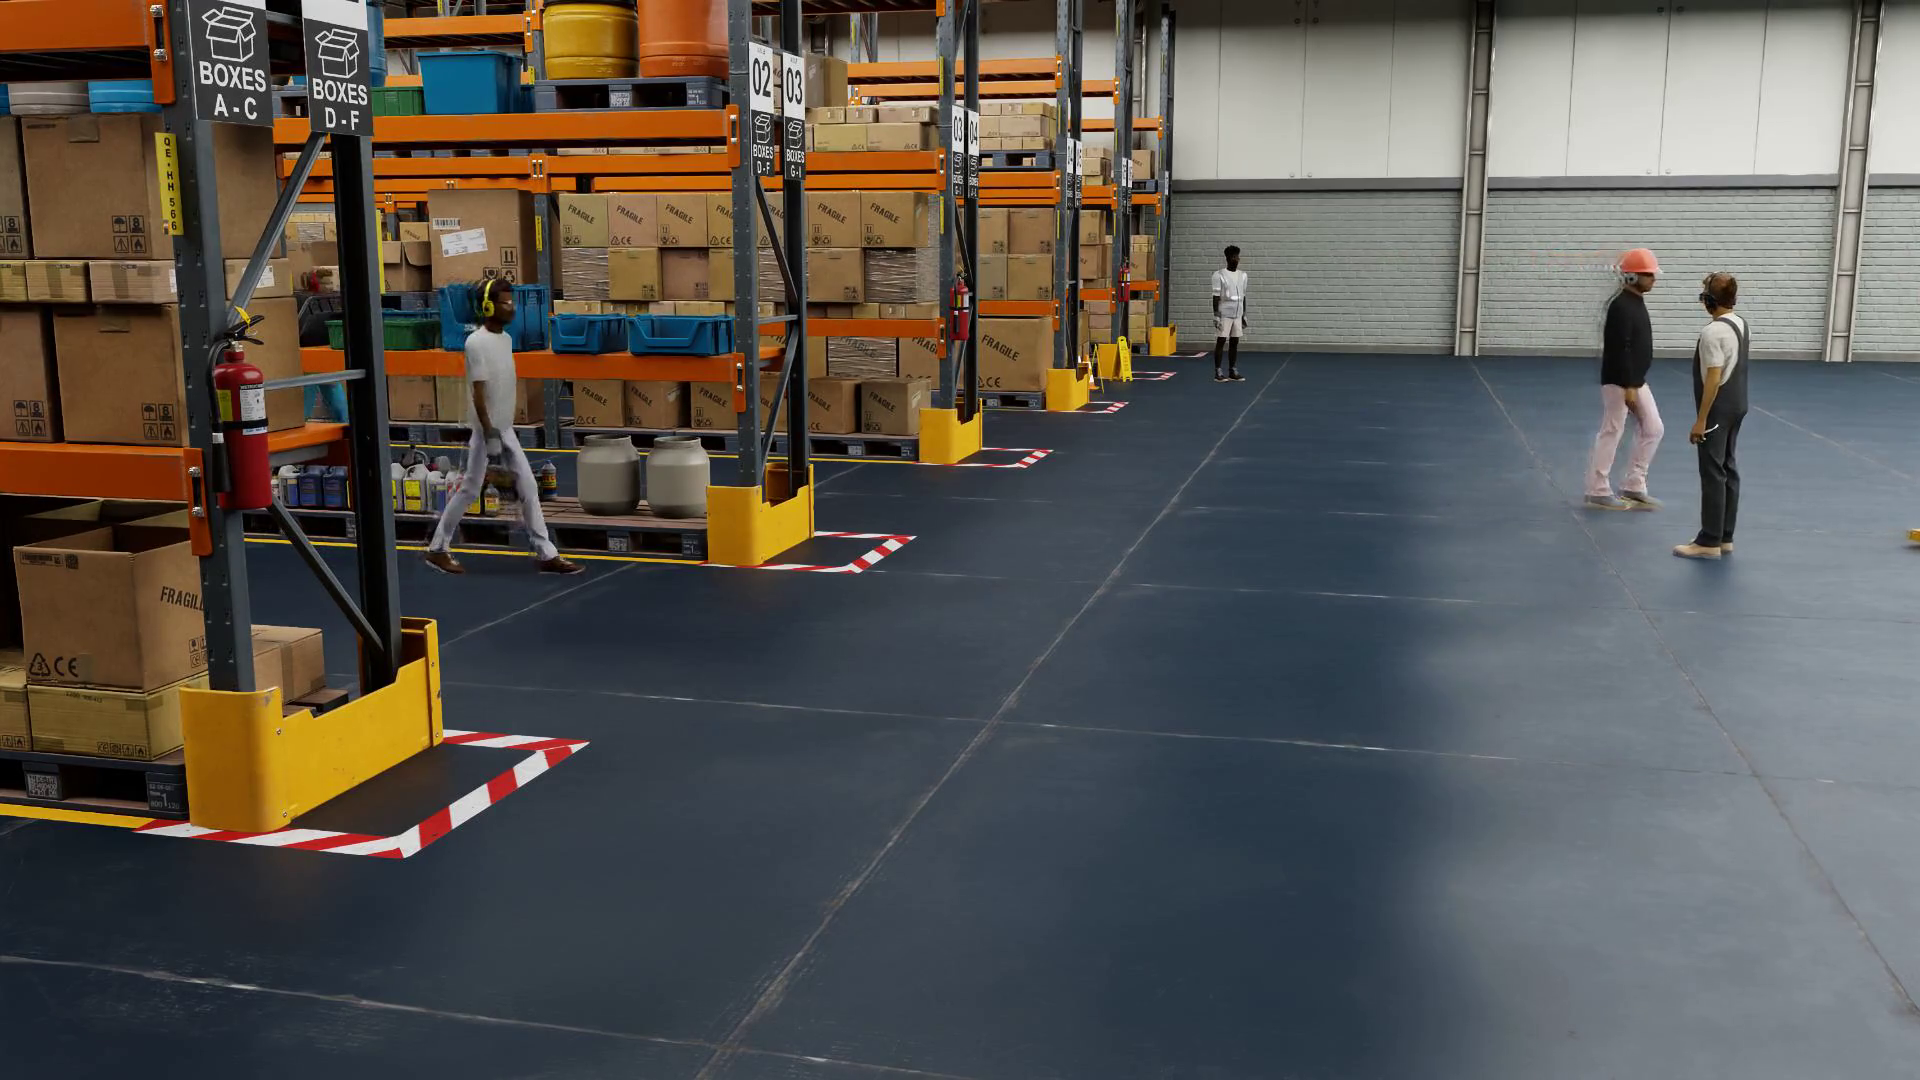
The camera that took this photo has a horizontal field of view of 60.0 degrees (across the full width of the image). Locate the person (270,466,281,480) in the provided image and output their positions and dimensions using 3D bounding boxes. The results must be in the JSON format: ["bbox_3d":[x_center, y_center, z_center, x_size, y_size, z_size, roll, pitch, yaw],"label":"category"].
[{"bbox_3d":[-5.490,-1.225,13.527,0.569,1.679,0.541,-2,10,-10],"label":"person"}]

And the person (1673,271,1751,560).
[{"bbox_3d":[4.852,-0.793,10.681,0.506,1.843,0.350,-9,14,-42],"label":"person"}]

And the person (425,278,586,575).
[{"bbox_3d":[-2.843,-0.674,10.110,1.015,1.821,0.538,2,11,13],"label":"person"}]

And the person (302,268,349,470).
[{"bbox_3d":[-5.647,-1.503,14.758,0.957,1.794,0.569,1,10,5],"label":"person"}]

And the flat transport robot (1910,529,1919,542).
[{"bbox_3d":[7.140,-0.080,11.084,1.431,0.197,0.652,-4,11,-22],"label":"flat transport robot"}]

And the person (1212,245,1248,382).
[{"bbox_3d":[3.905,-3.265,24.033,0.609,1.965,0.364,-6,12,-29],"label":"person"}]

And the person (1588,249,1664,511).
[{"bbox_3d":[5.070,-1.178,12.442,0.678,1.967,0.638,8,13,38],"label":"person"}]
